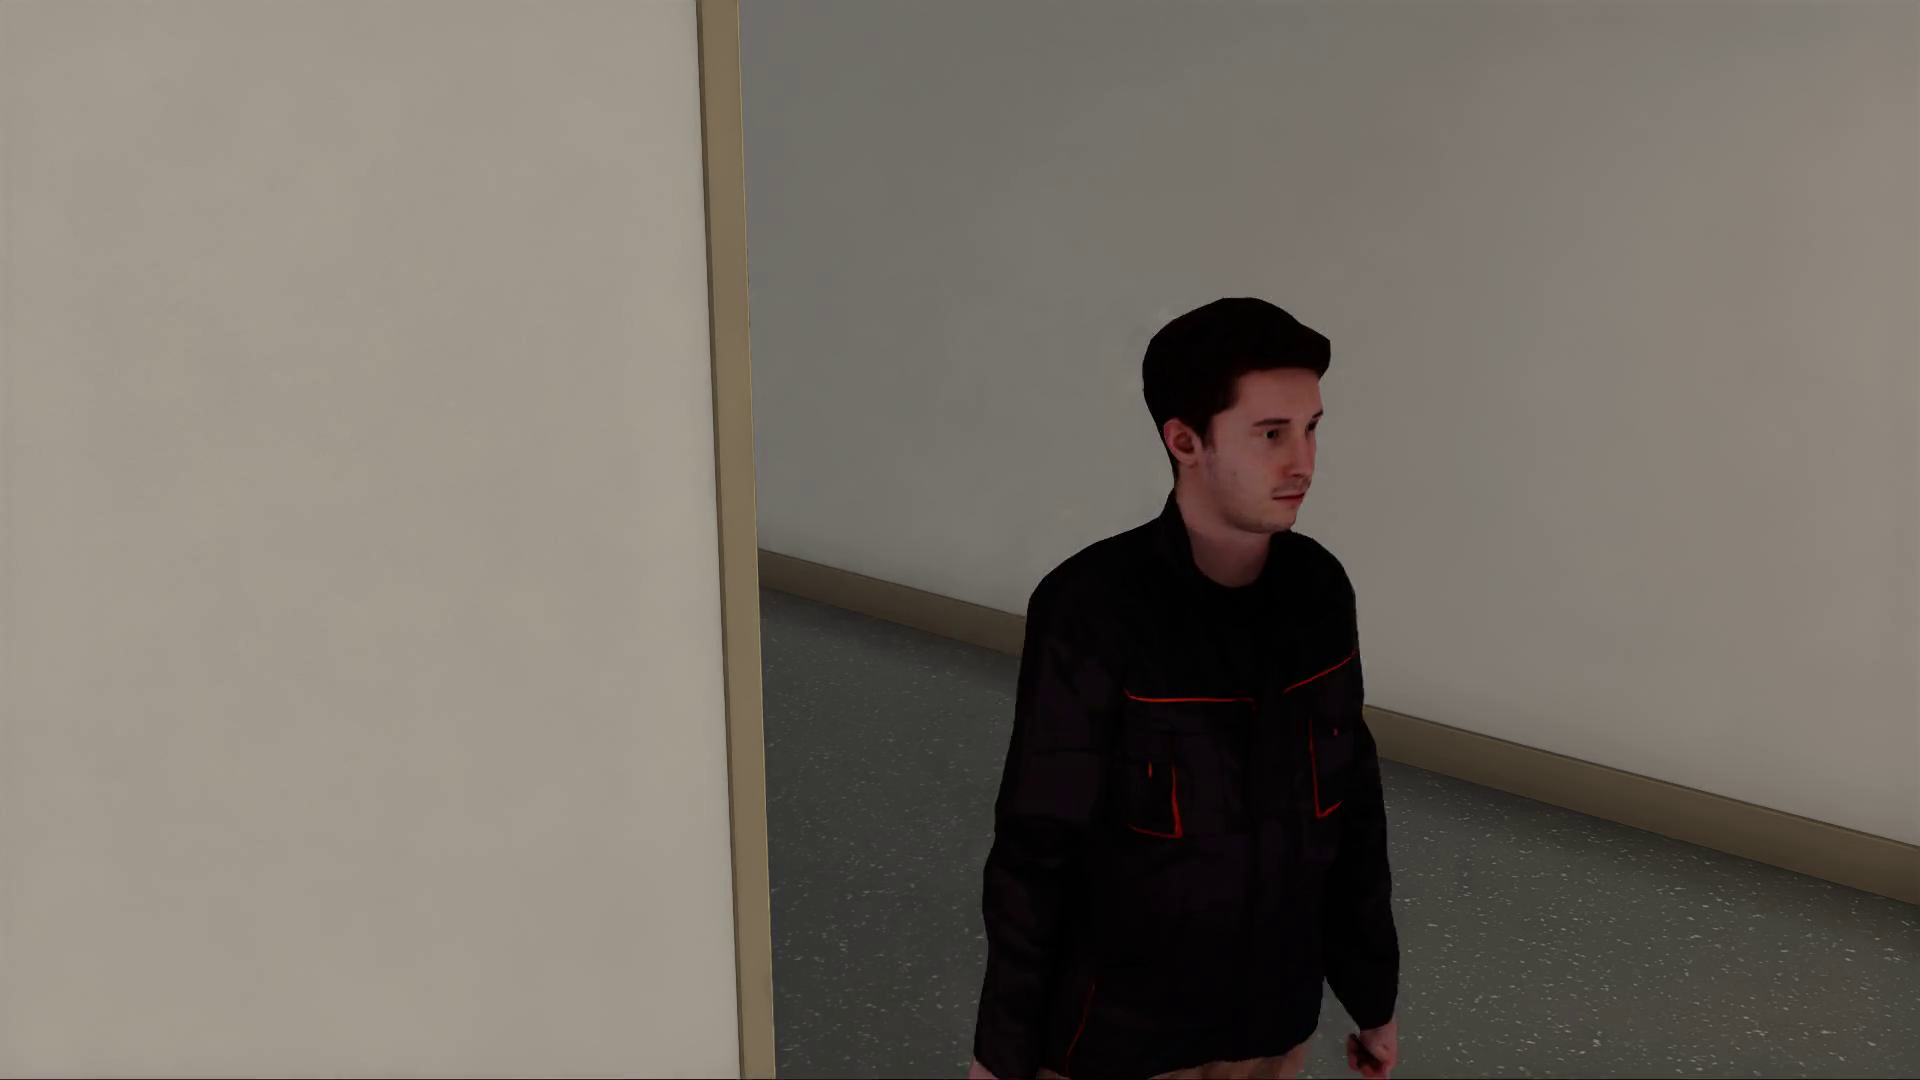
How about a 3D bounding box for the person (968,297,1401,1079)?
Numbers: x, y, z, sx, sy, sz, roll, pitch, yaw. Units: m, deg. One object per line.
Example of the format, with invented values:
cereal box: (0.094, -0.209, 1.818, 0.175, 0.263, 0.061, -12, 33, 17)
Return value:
person: (0.228, 0.630, 2.231, 0.974, 1.902, 0.941, -10, 19, -32)
